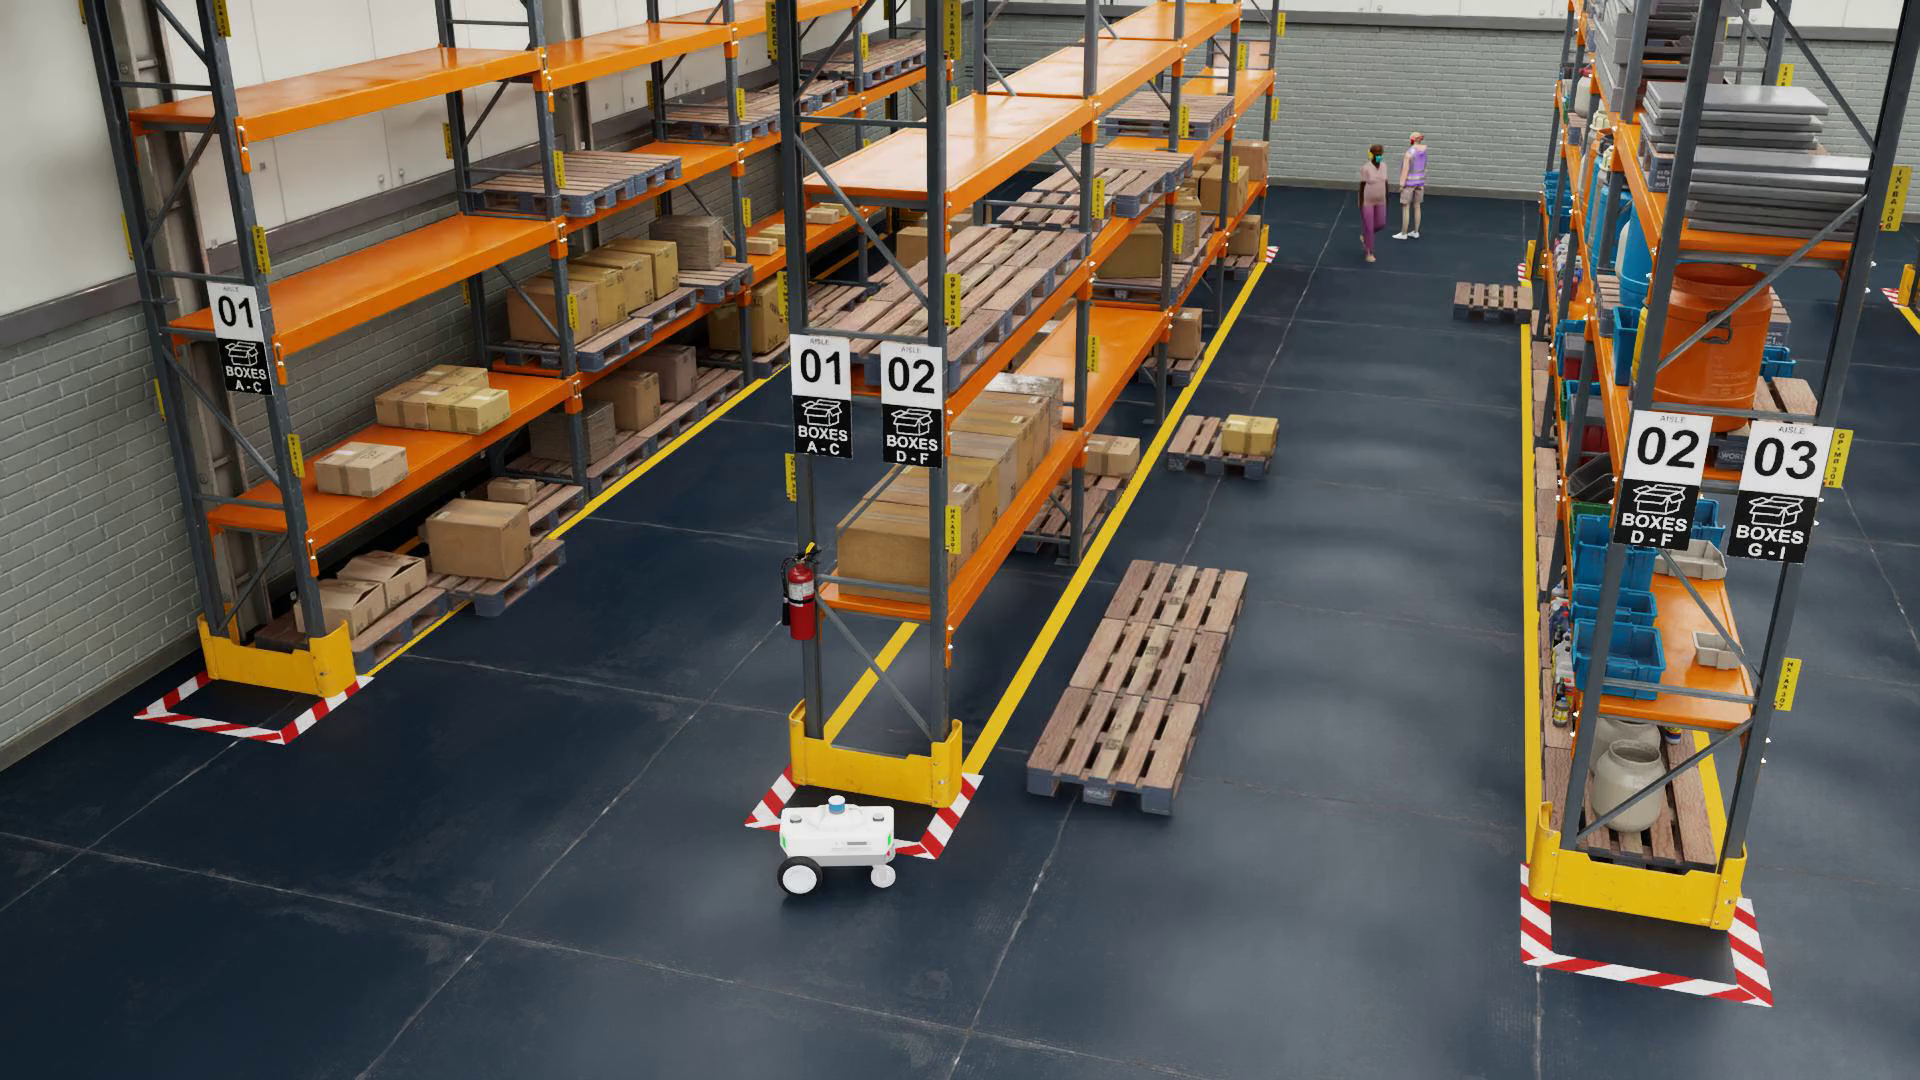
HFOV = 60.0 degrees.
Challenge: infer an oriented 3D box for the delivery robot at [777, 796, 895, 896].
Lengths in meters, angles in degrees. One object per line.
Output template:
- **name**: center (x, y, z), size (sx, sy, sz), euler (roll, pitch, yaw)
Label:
- **delivery robot**: center (-0.800, 1.895, 10.441), size (0.791, 0.614, 0.499), euler (-1, 23, -2)

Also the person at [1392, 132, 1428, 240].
- **person**: center (7.184, -5.621, 26.417), size (0.489, 1.688, 0.347), euler (-13, 26, -27)

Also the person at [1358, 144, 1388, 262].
- **person**: center (6.205, -5.116, 25.136), size (0.508, 1.776, 0.519), euler (-6, 24, -13)
